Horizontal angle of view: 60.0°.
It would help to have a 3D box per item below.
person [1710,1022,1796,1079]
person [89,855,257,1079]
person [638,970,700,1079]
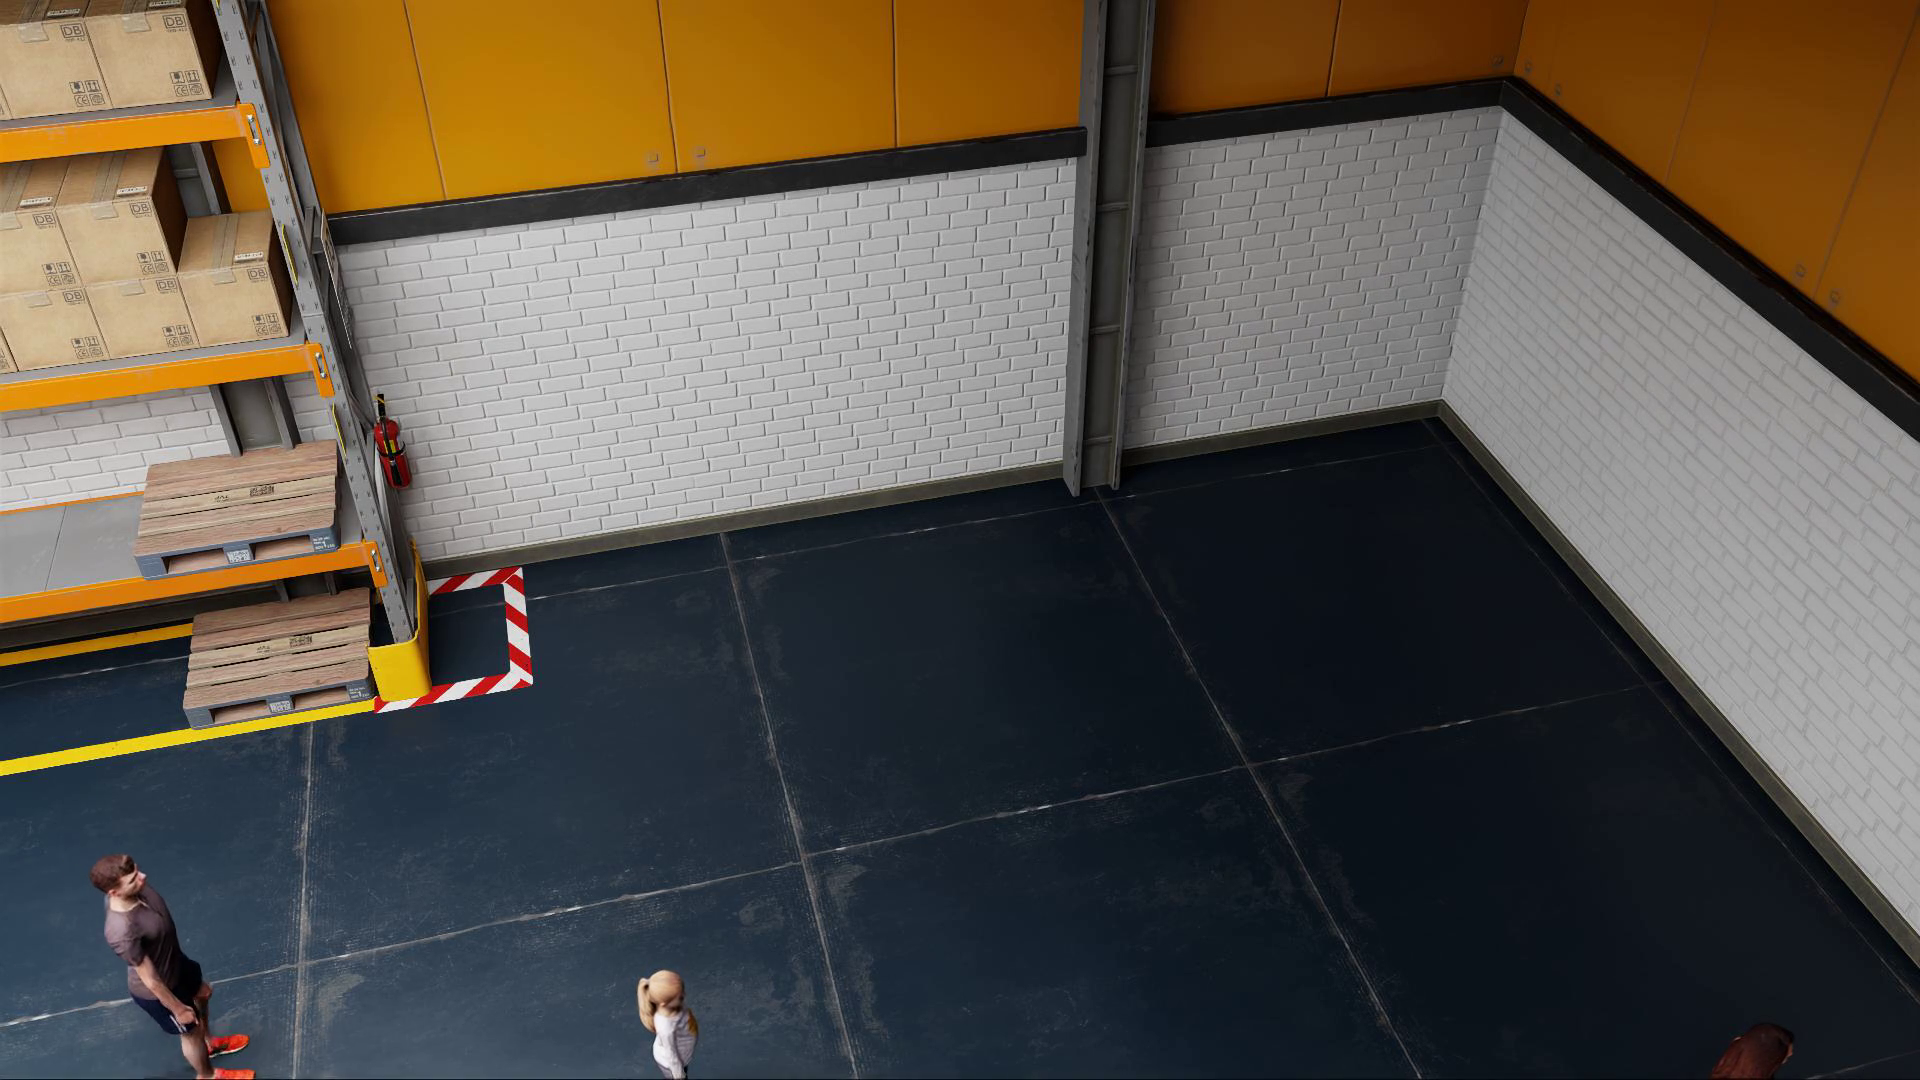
[{"bbox_3d":[3.722,2.835,8.077,0.591,1.561,0.611,1,39,1],"label":"person"},{"bbox_3d":[-4.163,2.253,8.575,0.622,1.849,0.708,-13,40,-15],"label":"person"},{"bbox_3d":[-1.476,2.634,8.556,0.516,1.277,0.499,-5,39,-6],"label":"person"}]
